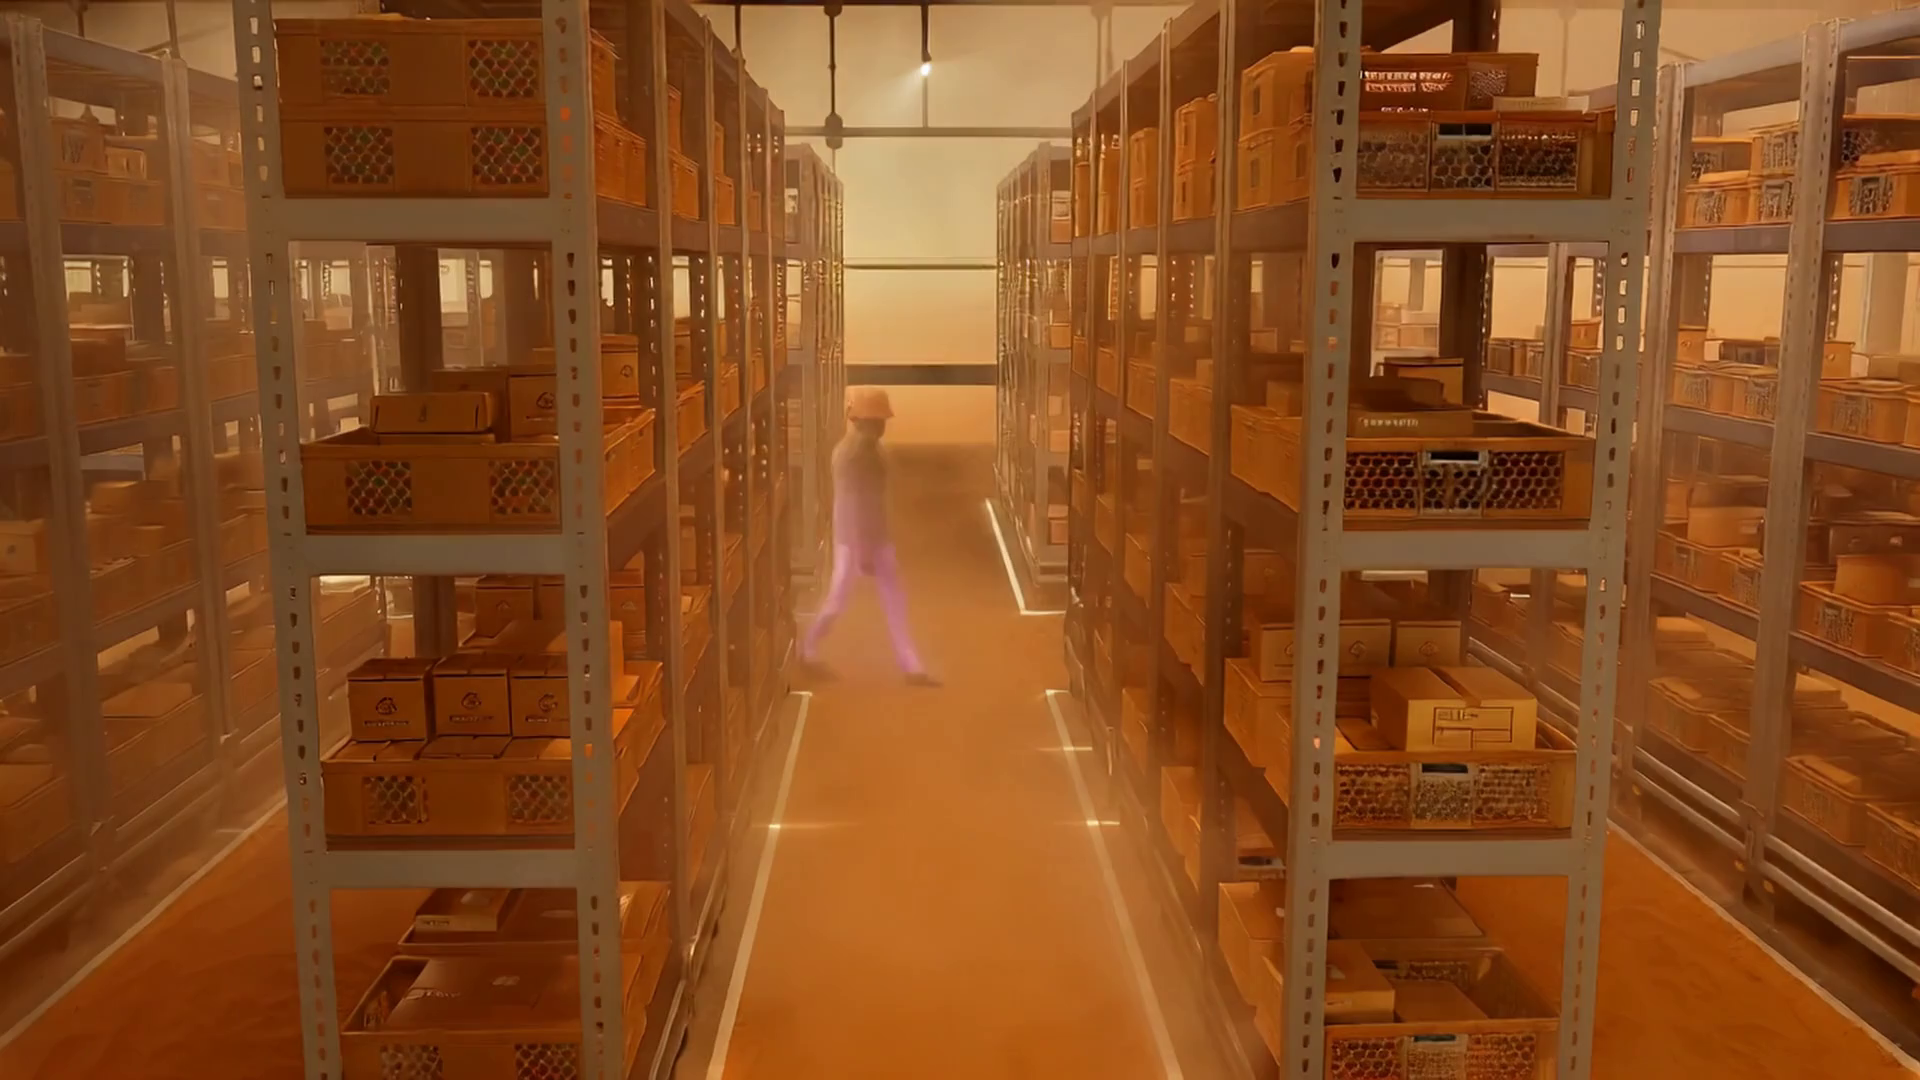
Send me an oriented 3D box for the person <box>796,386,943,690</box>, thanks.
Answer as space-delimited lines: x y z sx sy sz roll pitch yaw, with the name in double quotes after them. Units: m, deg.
-0.632 -0.013 10.585 0.978 1.945 0.615 6 11 34 "person"
